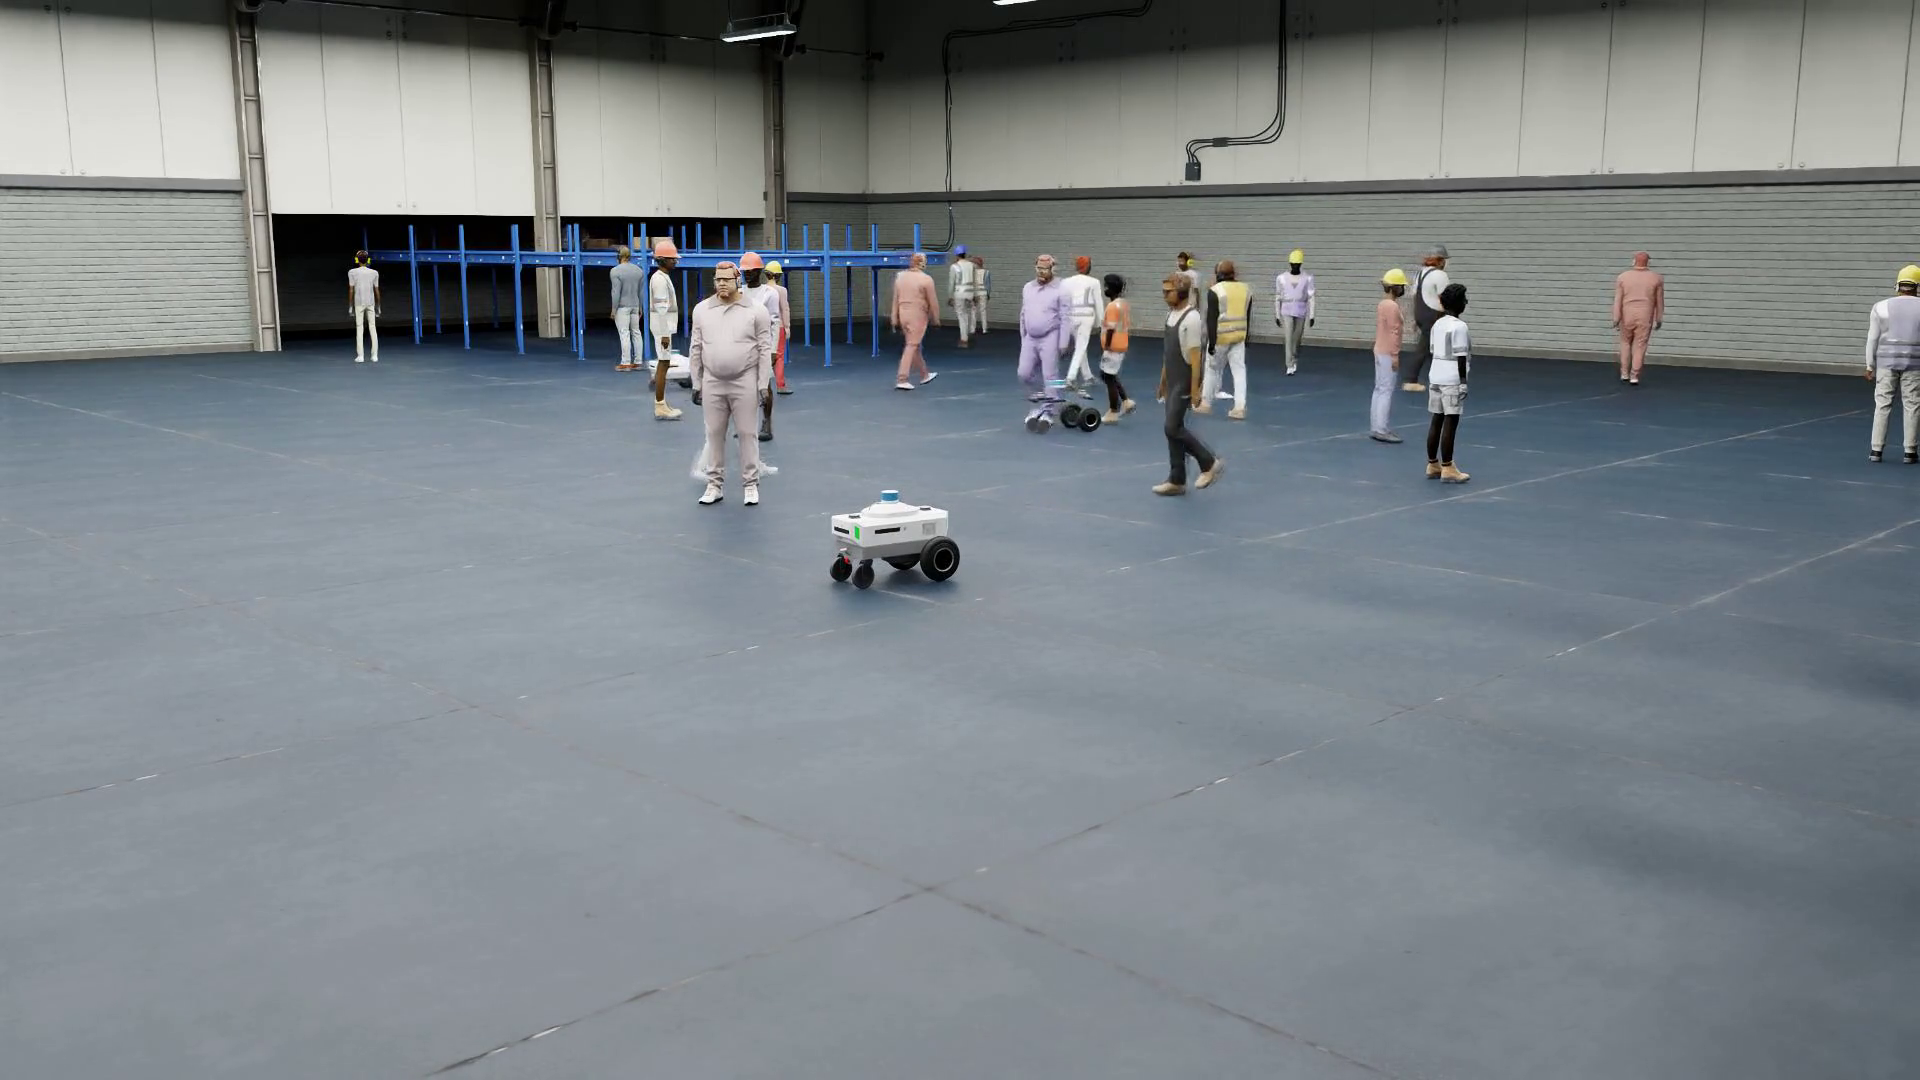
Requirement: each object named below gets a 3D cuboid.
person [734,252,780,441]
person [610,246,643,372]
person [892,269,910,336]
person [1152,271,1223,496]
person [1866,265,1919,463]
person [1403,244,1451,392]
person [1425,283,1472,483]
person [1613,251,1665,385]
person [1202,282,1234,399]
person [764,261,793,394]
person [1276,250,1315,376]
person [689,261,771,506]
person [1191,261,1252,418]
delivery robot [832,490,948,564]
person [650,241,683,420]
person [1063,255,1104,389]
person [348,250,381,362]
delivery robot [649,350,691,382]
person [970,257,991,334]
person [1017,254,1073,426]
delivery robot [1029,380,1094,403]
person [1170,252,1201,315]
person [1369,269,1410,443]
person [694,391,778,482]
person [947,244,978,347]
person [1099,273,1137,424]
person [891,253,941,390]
[{"bbox_3d":[-2.114,-2.010,17.288,0.588,1.937,0.448,4,11,21],"label":"person"},{"bbox_3d":[-5.212,-3.617,26.027,0.352,1.937,0.635,8,13,36],"label":"person"},{"bbox_3d":[-1.118,-5.099,34.854,0.537,1.664,0.794,-5,12,-27],"label":"person"},{"bbox_3d":[1.825,-1.265,13.526,0.470,1.829,0.515,-2,11,-12],"label":"person"},{"bbox_3d":[8.817,-1.647,15.576,0.600,1.829,0.404,6,12,30],"label":"person"},{"bbox_3d":[6.520,-3.033,22.684,1.030,2.000,0.692,-1,10,-6],"label":"person"},{"bbox_3d":[4.241,-1.363,14.388,0.317,1.699,0.539,-2,11,-11],"label":"person"},{"bbox_3d":[9.723,-3.181,23.828,0.665,1.865,0.912,5,11,23],"label":"person"},{"bbox_3d":[3.418,-2.651,21.649,0.368,1.623,0.501,2,11,13],"label":"person"},{"bbox_3d":[-2.484,-2.833,22.226,0.528,1.768,0.313,6,12,29],"label":"person"},{"bbox_3d":[5.154,-3.509,25.609,0.592,1.888,0.947,2,11,10],"label":"person"},{"bbox_3d":[-1.815,-1.230,13.099,0.651,1.907,0.409,1,10,6],"label":"person"},{"bbox_3d":[3.057,-2.342,19.445,0.663,1.798,0.886,-5,12,-27],"label":"person"},{"bbox_3d":[-0.433,-0.065,10.295,0.707,0.478,0.477,-7,13,-34],"label":"delivery robot"},{"bbox_3d":[-3.398,-2.434,19.296,0.391,2.040,0.615,-2,11,-10],"label":"person"},{"bbox_3d":[1.689,-3.023,23.083,0.593,1.839,0.980,7,12,33],"label":"person"},{"bbox_3d":[-10.018,-3.928,27.976,0.517,1.855,0.325,-6,12,-30],"label":"person"},{"bbox_3d":[-3.910,-2.378,22.908,0.707,0.478,0.477,-7,12,-31],"label":"delivery robot"},{"bbox_3d":[0.402,-5.266,35.832,0.514,1.643,0.307,0,10,-1],"label":"person"},{"bbox_3d":[0.925,-2.201,18.406,0.680,1.893,0.419,7,13,35],"label":"person"},{"bbox_3d":[1.110,-1.630,18.120,0.698,0.223,0.335,-5,11,-23],"label":"delivery robot"},{"bbox_3d":[3.692,-3.790,27.227,0.451,1.848,0.548,-7,12,-32],"label":"person"},{"bbox_3d":[4.433,-1.897,17.125,0.329,1.766,0.531,0,10,0],"label":"person"},{"bbox_3d":[-1.959,-1.297,14.339,0.872,1.586,0.519,-8,13,-37],"label":"person"},{"bbox_3d":[0.013,-4.647,31.661,0.633,1.925,0.600,-8,13,-36],"label":"person"},{"bbox_3d":[1.723,-2.150,18.703,0.383,1.681,0.545,2,11,12],"label":"person"},{"bbox_3d":[-0.554,-3.020,22.993,0.647,1.854,1.003,9,14,42],"label":"person"}]
